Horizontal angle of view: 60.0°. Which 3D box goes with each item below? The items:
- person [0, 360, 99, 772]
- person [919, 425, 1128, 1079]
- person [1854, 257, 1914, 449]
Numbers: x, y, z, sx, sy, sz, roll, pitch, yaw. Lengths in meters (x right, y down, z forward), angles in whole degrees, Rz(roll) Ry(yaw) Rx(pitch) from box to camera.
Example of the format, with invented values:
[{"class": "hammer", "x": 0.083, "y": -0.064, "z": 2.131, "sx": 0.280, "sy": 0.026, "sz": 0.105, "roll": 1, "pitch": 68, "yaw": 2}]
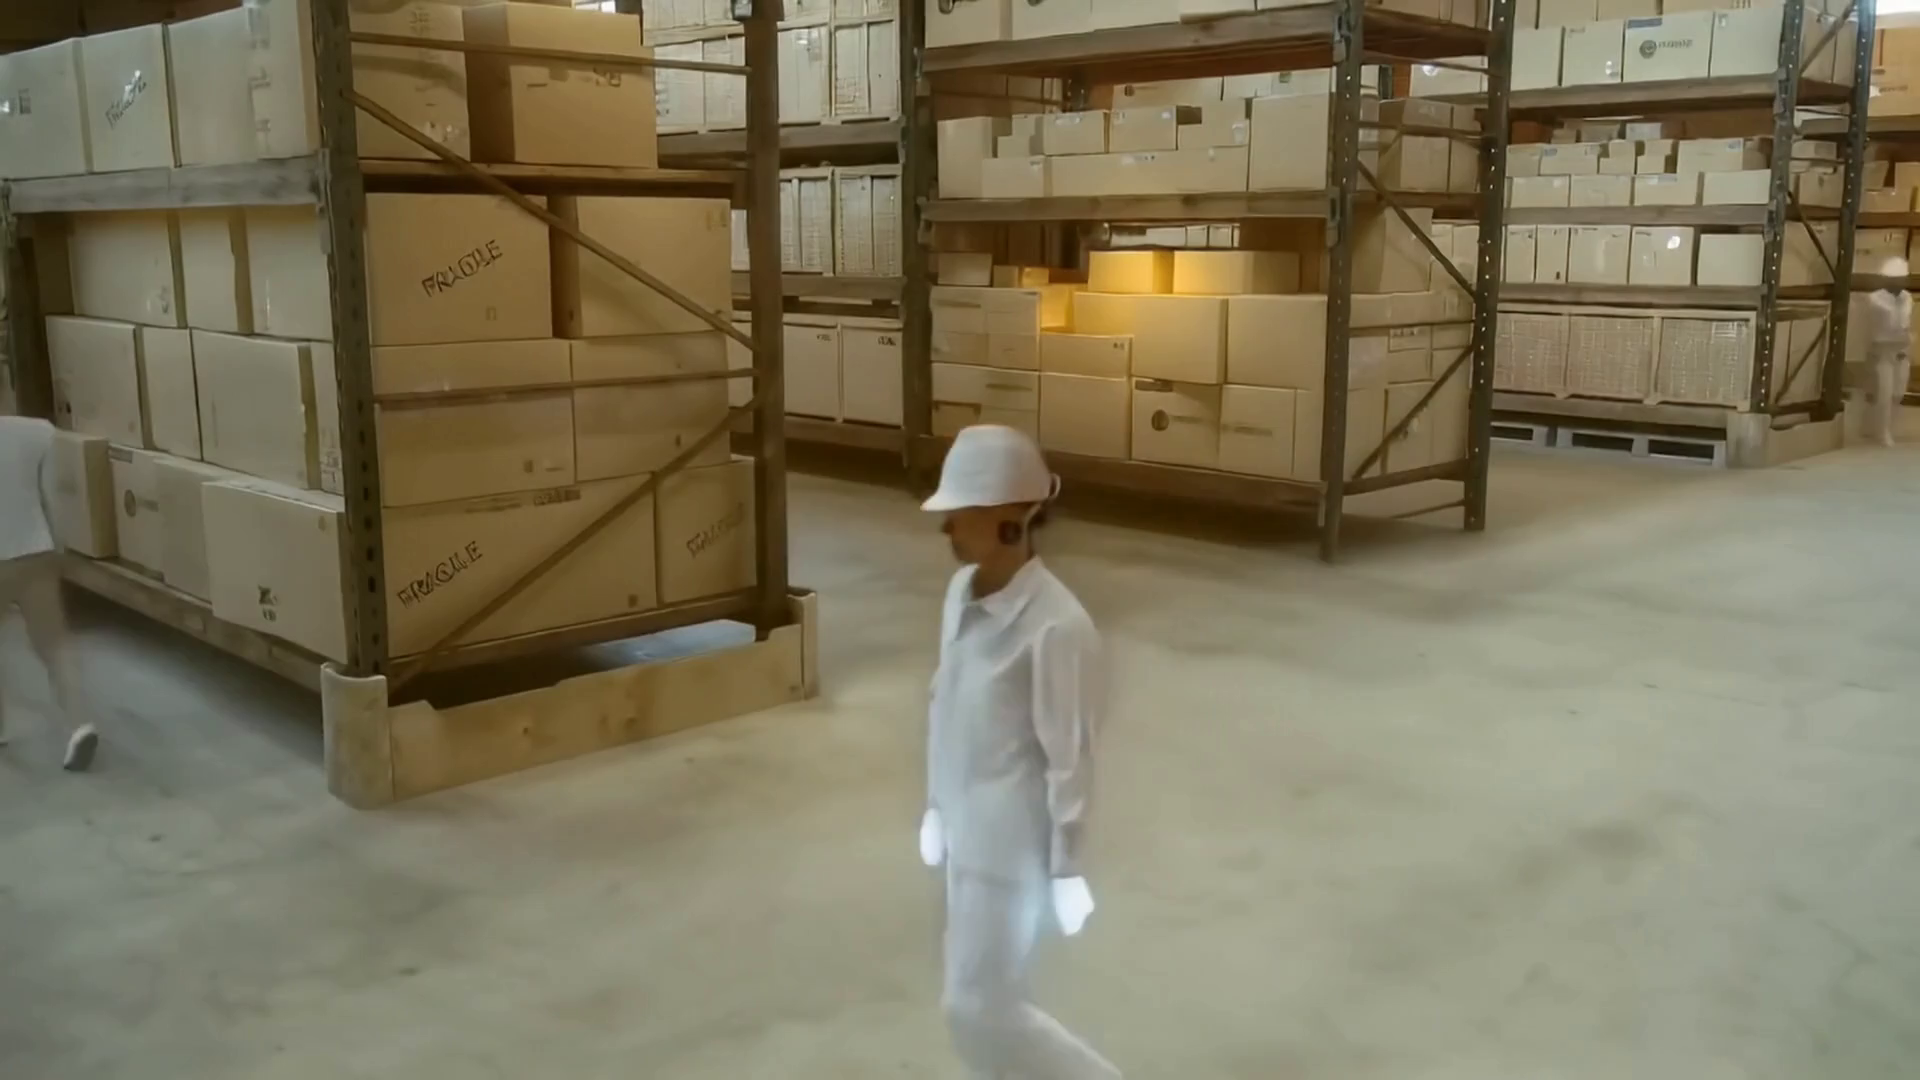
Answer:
[{"class": "person", "x": -3.786, "y": 0.064, "z": 6.636, "sx": 0.819, "sy": 1.734, "sz": 0.521, "roll": 9, "pitch": 14, "yaw": 40}, {"class": "person", "x": 0.104, "y": 0.611, "z": 3.633, "sx": 0.429, "sy": 1.737, "sz": 0.569, "roll": -3, "pitch": 11, "yaw": -18}, {"class": "person", "x": 9.363, "y": -1.897, "z": 16.812, "sx": 0.615, "sy": 1.919, "sz": 0.668, "roll": -3, "pitch": 11, "yaw": -18}]
